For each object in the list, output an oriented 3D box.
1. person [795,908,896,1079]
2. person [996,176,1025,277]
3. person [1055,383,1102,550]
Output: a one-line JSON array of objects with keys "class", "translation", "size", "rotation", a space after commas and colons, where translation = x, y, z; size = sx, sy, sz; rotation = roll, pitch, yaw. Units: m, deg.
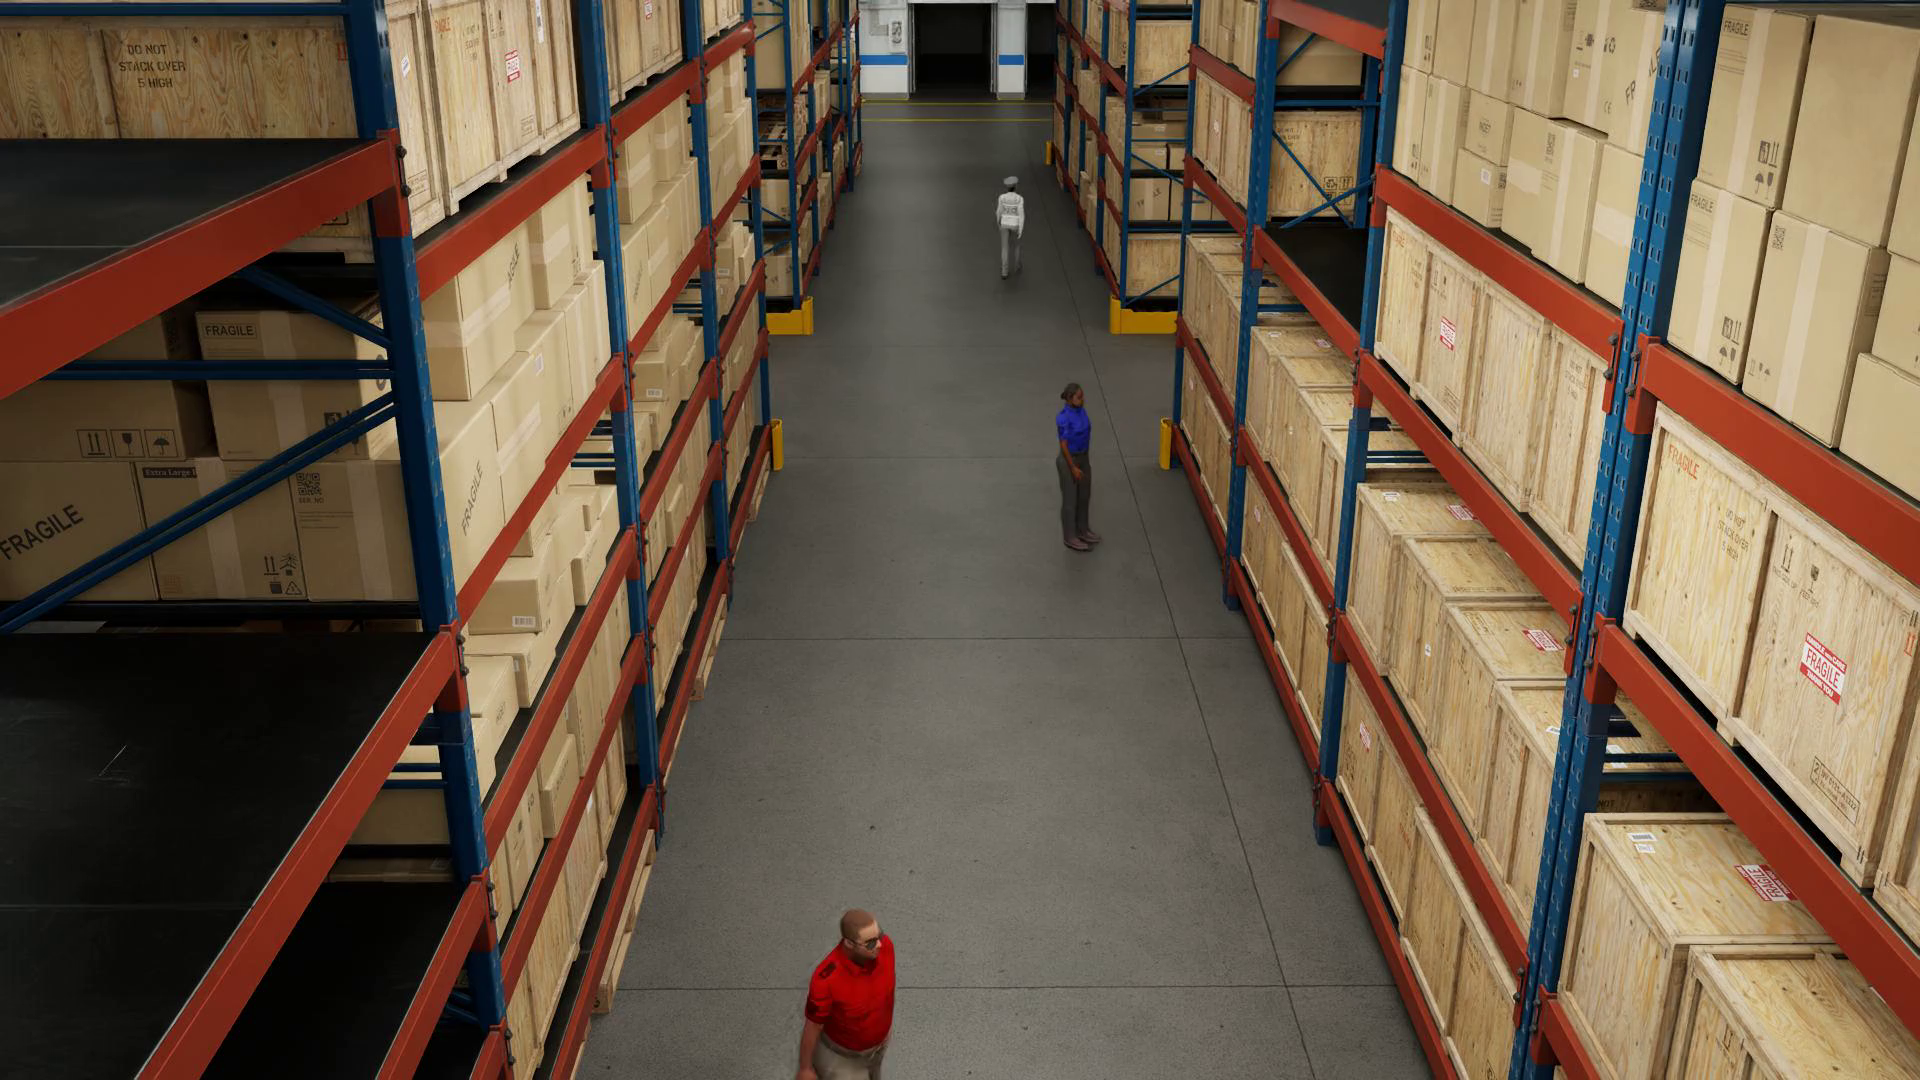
[{"class": "person", "translation": [-0.614, 2.488, 8.304], "size": [0.882, 1.694, 0.573], "rotation": [15, 26, 33]}, {"class": "person", "translation": [0.858, -5.315, 28.090], "size": [0.502, 1.651, 0.934], "rotation": [3, 22, 9]}, {"class": "person", "translation": [1.172, -0.746, 16.519], "size": [0.423, 1.662, 0.466], "rotation": [15, 26, 34]}]
